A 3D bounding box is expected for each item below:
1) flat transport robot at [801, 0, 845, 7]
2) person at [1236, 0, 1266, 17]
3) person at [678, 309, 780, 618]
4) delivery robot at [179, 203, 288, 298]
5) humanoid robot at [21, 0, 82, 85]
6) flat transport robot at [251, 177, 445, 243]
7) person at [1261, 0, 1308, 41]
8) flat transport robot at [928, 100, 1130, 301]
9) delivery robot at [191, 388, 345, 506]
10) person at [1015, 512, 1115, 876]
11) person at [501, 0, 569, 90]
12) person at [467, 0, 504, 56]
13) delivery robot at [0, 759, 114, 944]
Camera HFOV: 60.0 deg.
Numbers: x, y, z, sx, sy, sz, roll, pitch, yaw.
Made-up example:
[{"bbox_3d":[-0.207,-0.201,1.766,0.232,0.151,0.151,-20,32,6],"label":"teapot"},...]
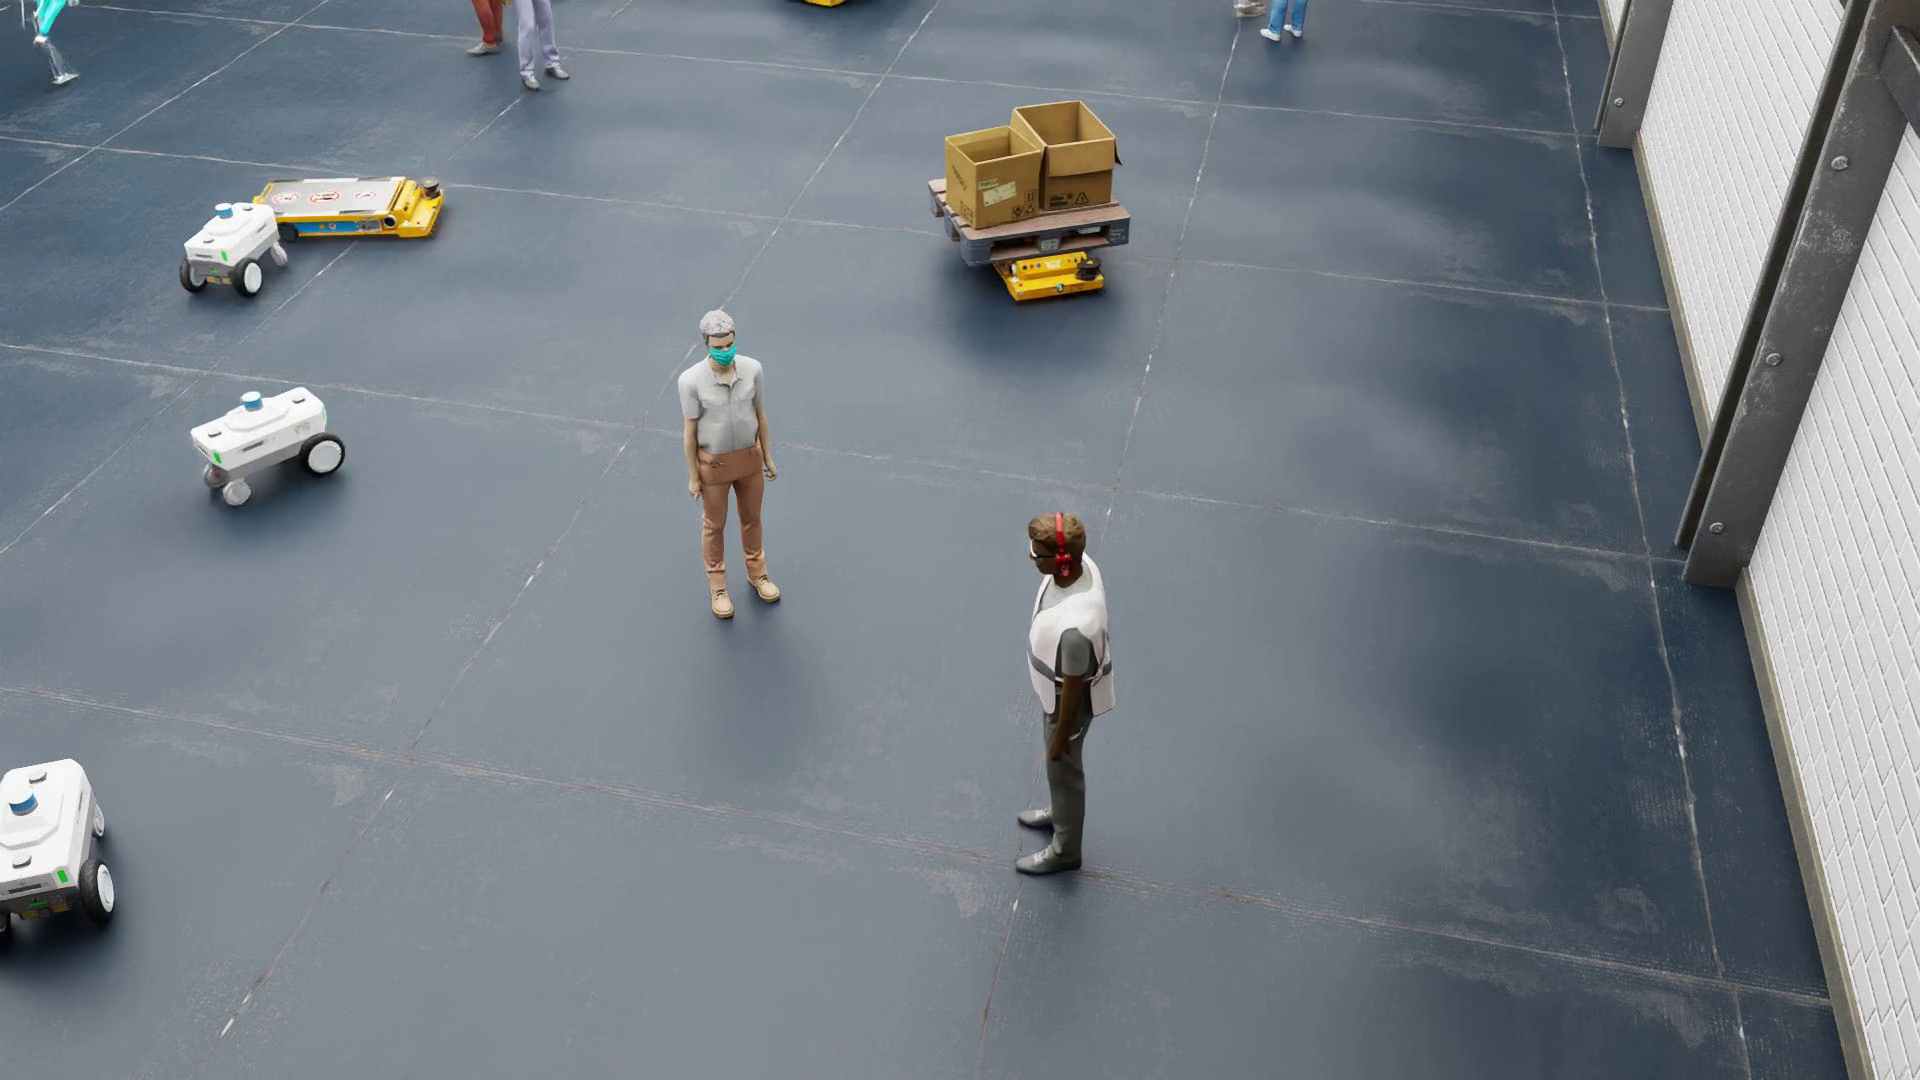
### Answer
[{"bbox_3d":[-1.195,-5.764,16.931,0.659,0.231,1.431,19,41,24],"label":"flat transport robot"},{"bbox_3d":[2.900,-5.910,15.791,0.491,1.868,0.568,-6,37,-9],"label":"person"},{"bbox_3d":[-1.177,-0.392,8.508,0.471,1.748,0.320,-18,40,-23],"label":"person"},{"bbox_3d":[-5.133,-2.063,11.751,0.524,0.607,0.778,7,37,9],"label":"delivery robot"},{"bbox_3d":[-7.937,-4.729,14.335,0.537,1.783,0.793,11,38,14],"label":"humanoid robot"},{"bbox_3d":[-4.688,-2.495,12.557,1.431,0.231,0.659,-2,37,-3],"label":"flat transport robot"},{"bbox_3d":[3.080,-5.502,15.369,0.481,1.719,0.377,-20,41,-24],"label":"person"},{"bbox_3d":[0.499,-2.188,12.147,0.659,0.231,1.431,-10,38,-14],"label":"flat transport robot"},{"bbox_3d":[-4.074,-0.595,9.789,0.805,0.609,0.499,-30,46,-34],"label":"delivery robot"},{"bbox_3d":[0.448,0.651,7.045,0.409,1.832,0.566,0,37,0],"label":"person"},{"bbox_3d":[-3.716,-4.866,14.422,0.409,1.832,0.692,25,43,29],"label":"person"},{"bbox_3d":[-4.428,-5.389,15.114,0.582,1.849,0.559,26,44,30],"label":"person"},{"bbox_3d":[-3.976,1.335,7.202,0.499,0.606,0.794,-11,38,-14],"label":"delivery robot"}]
